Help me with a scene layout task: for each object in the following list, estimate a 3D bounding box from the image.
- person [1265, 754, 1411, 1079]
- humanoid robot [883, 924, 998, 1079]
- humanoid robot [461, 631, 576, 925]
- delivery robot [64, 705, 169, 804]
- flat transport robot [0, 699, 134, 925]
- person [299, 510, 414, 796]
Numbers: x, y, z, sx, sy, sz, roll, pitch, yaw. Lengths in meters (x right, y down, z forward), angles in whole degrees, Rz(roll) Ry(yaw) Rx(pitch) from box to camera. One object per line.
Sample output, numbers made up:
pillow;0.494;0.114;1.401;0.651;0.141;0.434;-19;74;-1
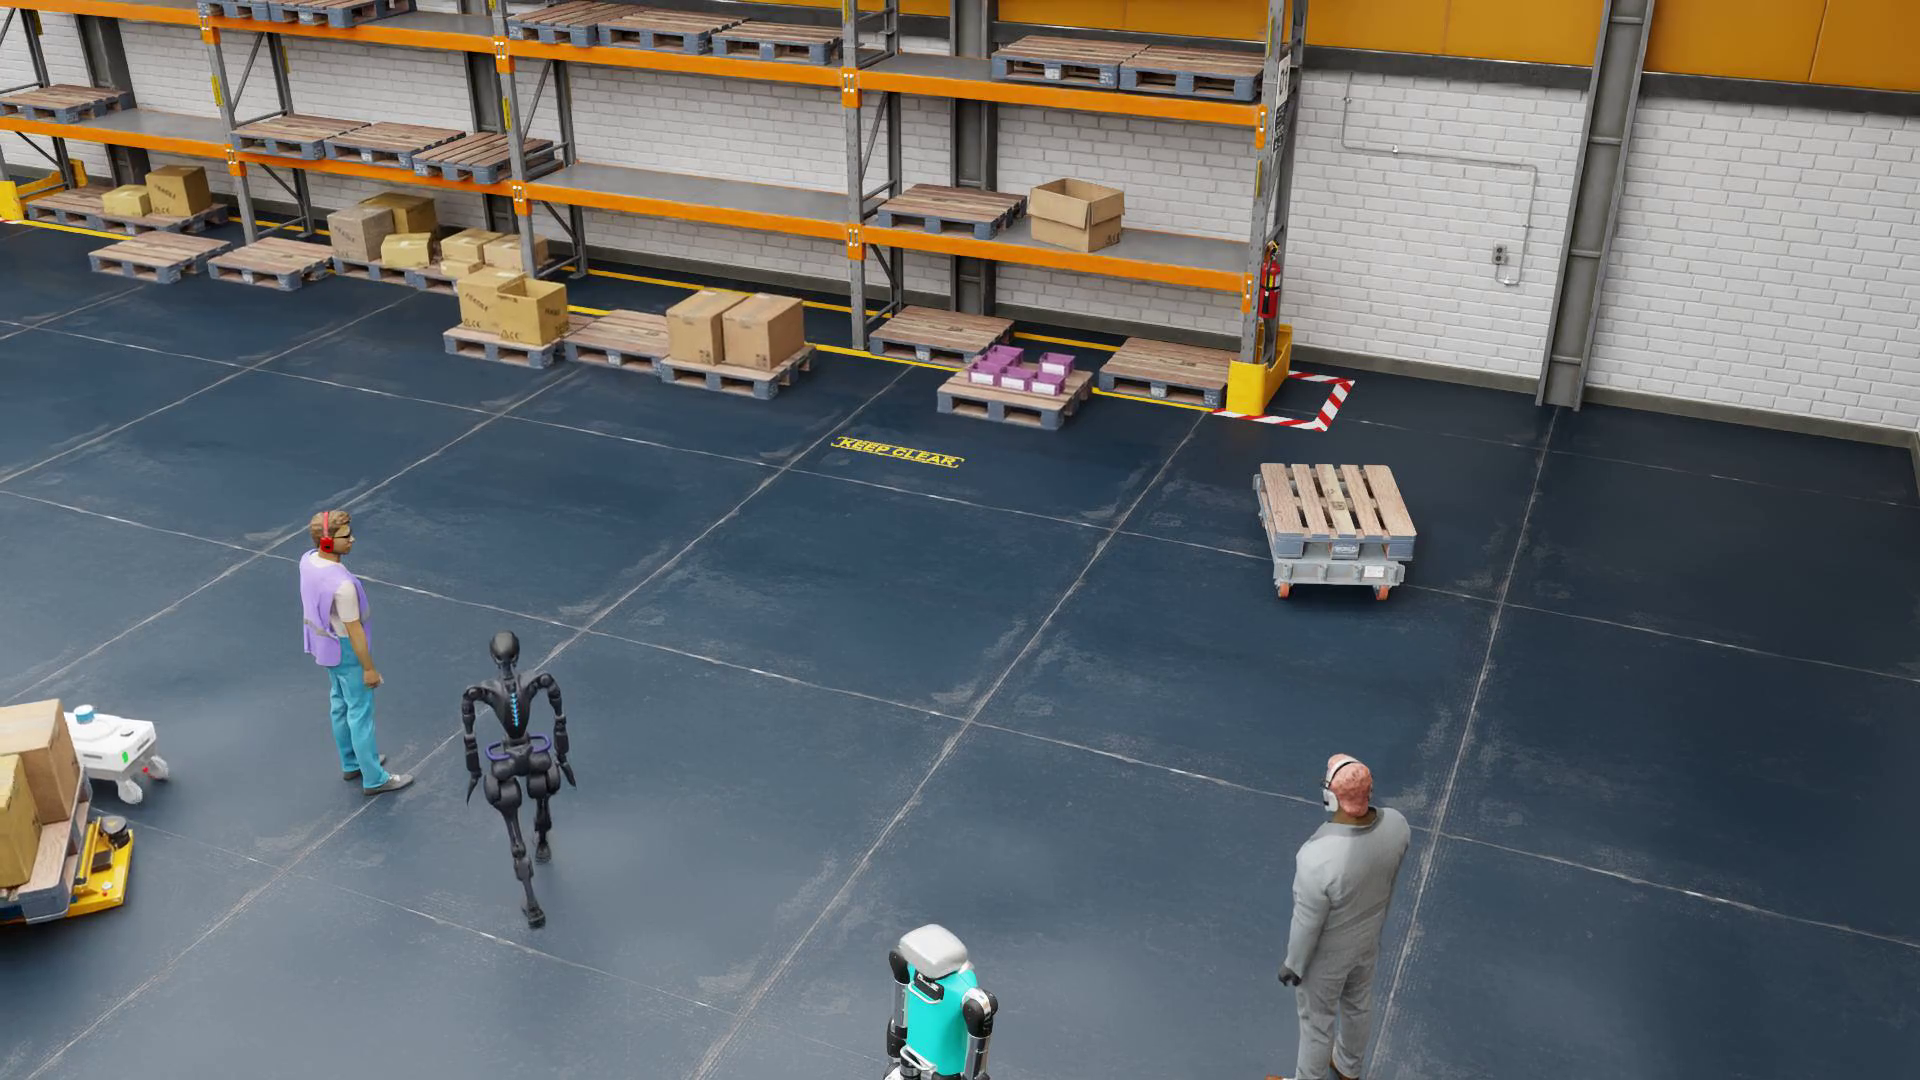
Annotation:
person;1.708;1.813;7.642;0.638;1.901;0.405;-18;32;-30
humanoid robot;-0.242;2.346;6.641;0.735;1.672;0.533;-24;36;-38
humanoid robot;-2.411;1.232;9.067;0.588;1.621;0.796;-12;30;-22
delivery robot;-5.301;1.289;10.141;0.797;0.613;0.499;5;28;9
flat transport robot;-5.403;1.915;9.219;1.431;0.231;0.659;-9;29;-17
person;-3.665;0.679;9.902;0.397;1.839;0.563;-23;35;-37
